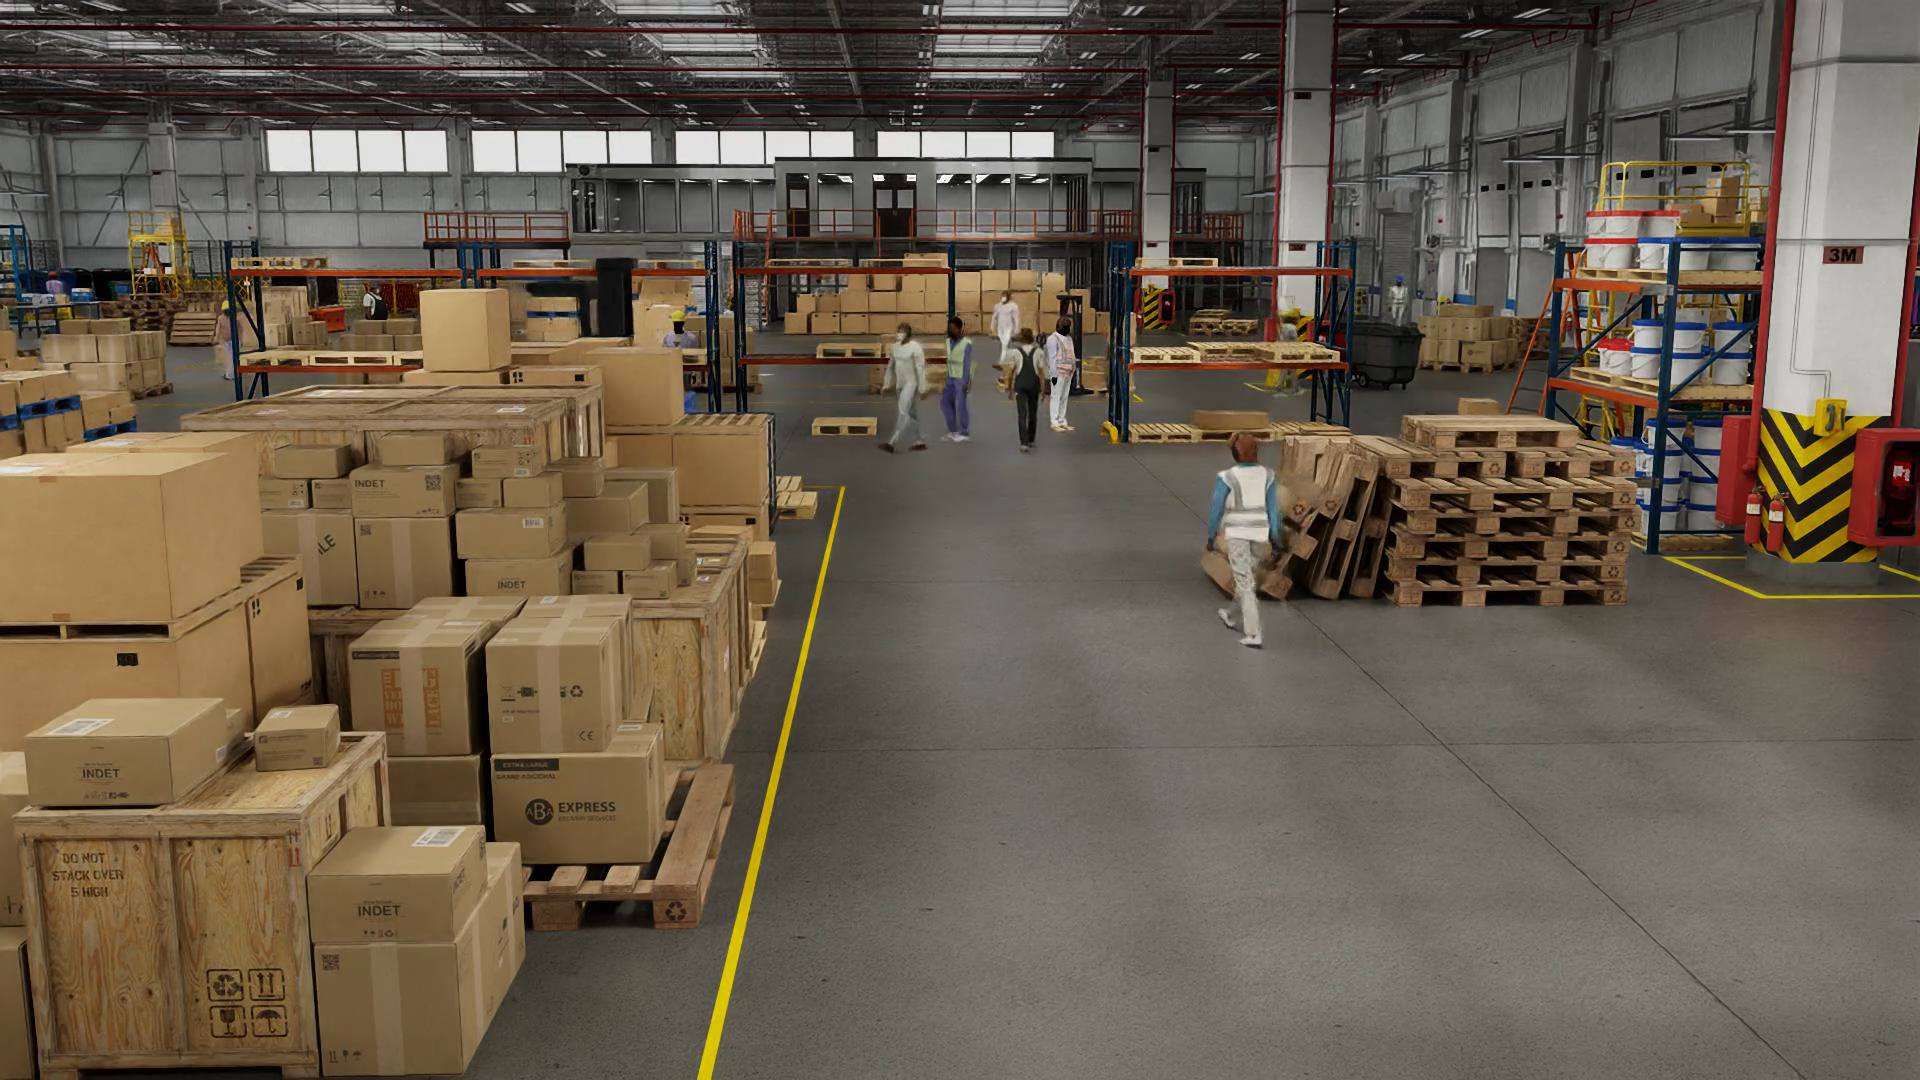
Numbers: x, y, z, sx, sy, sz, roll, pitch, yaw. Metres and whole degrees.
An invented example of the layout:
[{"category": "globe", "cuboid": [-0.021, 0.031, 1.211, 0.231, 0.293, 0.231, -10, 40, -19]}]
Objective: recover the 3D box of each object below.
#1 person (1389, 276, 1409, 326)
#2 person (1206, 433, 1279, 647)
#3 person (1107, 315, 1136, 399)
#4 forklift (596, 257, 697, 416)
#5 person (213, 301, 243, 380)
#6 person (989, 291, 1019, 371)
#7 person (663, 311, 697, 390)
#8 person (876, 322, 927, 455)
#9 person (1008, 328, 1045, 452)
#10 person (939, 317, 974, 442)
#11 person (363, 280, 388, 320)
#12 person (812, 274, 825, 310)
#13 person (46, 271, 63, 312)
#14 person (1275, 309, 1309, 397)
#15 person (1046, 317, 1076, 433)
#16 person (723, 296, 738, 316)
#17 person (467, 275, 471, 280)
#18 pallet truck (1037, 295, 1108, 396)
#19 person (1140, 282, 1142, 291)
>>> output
[{"category": "person", "cuboid": [14.260, -7.615, 54.040, 0.607, 1.930, 0.443, 2, 10, 10]}, {"category": "person", "cuboid": [2.143, -0.017, 12.683, 0.521, 1.584, 0.886, -4, 11, -21]}, {"category": "person", "cuboid": [3.147, -3.573, 32.302, 0.893, 1.642, 0.553, -8, 13, -37]}, {"category": "forklift", "cuboid": [-4.362, -2.216, 21.326, 1.873, 2.768, 1.129, 0, 10, -2]}, {"category": "person", "cuboid": [-16.041, -4.347, 36.419, 0.526, 1.724, 0.894, 2, 10, 10]}, {"category": "person", "cuboid": [1.055, -4.925, 39.216, 0.627, 1.884, 1.043, 7, 13, 35]}, {"category": "person", "cuboid": [-4.507, -2.713, 26.744, 0.588, 1.930, 0.364, 2, 10, 9]}, {"category": "person", "cuboid": [-0.838, -2.175, 23.881, 1.039, 1.876, 0.642, -8, 13, -38]}, {"category": "person", "cuboid": [0.967, -2.191, 24.244, 0.528, 1.793, 0.981, 0, 10, 0]}, {"category": "person", "cuboid": [-0.075, -2.424, 25.199, 0.579, 1.898, 0.613, -8, 13, -36]}, {"category": "person", "cuboid": [-15.231, -5.770, 43.466, 0.536, 2.000, 0.672, 2, 10, 9]}, {"category": "person", "cuboid": [-5.005, -8.405, 58.508, 0.590, 1.907, 0.665, -6, 12, -31]}, {"category": "person", "cuboid": [-32.129, -8.531, 58.987, 1.064, 1.980, 0.637, 5, 12, 28]}, {"category": "person", "cuboid": [6.562, -3.661, 32.657, 0.859, 1.707, 0.493, -2, 10, -11]}, {"category": "person", "cuboid": [1.634, -2.639, 26.584, 0.429, 1.842, 0.626, 6, 12, 30]}, {"category": "person", "cuboid": [-4.964, -4.372, 36.198, 0.346, 1.860, 0.510, 6, 12, 30]}, {"category": "person", "cuboid": [-19.610, -9.760, 66.291, 0.581, 1.837, 0.986, 0, 10, -1]}, {"category": "pallet truck", "cuboid": [2.483, -3.881, 33.060, 1.885, 1.965, 0.823, -7, 13, -36]}, {"category": "person", "cuboid": [6.876, -8.879, 61.404, 0.632, 1.829, 0.557, 10, 14, 43]}]
